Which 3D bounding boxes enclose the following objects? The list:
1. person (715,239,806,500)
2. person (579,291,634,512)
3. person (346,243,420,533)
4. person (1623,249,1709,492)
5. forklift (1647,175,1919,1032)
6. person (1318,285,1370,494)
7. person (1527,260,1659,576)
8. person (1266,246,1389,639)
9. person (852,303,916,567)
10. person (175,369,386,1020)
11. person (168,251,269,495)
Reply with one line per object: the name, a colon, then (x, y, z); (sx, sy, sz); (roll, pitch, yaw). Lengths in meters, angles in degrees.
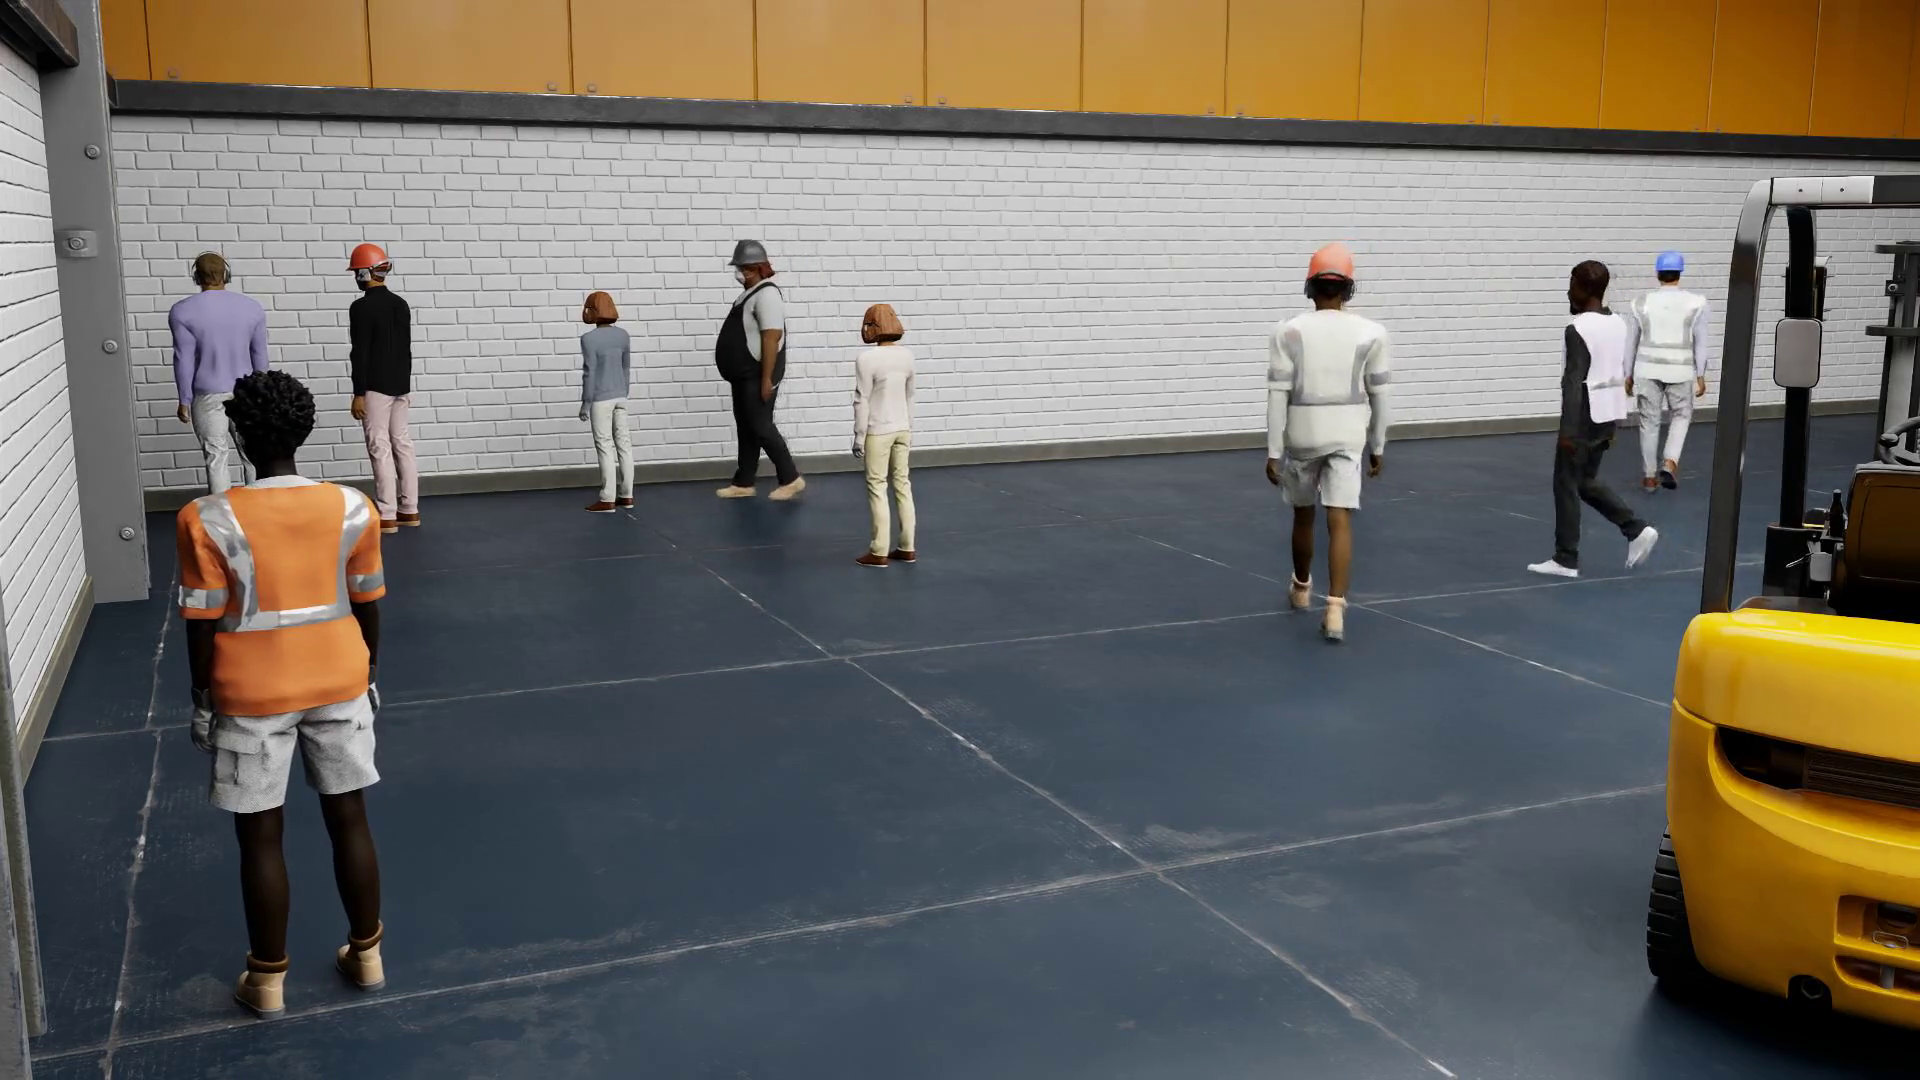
person: (-1.582, -1.318, 12.867); (0.615, 2.000, 0.687); (-3, 11, -18)
person: (-2.631, -1.021, 12.349); (0.280, 1.634, 0.498); (6, 12, 29)
person: (-4.018, -1.048, 11.530); (0.402, 1.988, 0.612); (2, 11, 13)
person: (5.607, -1.333, 13.239); (0.635, 1.934, 0.427); (5, 11, 26)
forklift: (2.810, 0.094, 4.662); (1.214, 2.155, 2.313); (7, 12, 34)
person: (2.982, -1.234, 13.164); (0.522, 1.768, 0.312); (1, 10, 8)
person: (3.787, -0.701, 9.869); (0.616, 1.904, 0.598); (9, 14, 42)
person: (1.902, -0.522, 8.647); (0.632, 1.986, 1.070); (1, 10, 7)
person: (-0.464, -0.646, 10.315); (0.279, 1.624, 0.494); (9, 13, 39)
person: (-1.752, 0.401, 4.362); (0.530, 1.689, 0.321); (-10, 14, -43)
person: (-4.980, -0.968, 11.232); (0.628, 1.934, 0.375); (-10, 14, -44)
